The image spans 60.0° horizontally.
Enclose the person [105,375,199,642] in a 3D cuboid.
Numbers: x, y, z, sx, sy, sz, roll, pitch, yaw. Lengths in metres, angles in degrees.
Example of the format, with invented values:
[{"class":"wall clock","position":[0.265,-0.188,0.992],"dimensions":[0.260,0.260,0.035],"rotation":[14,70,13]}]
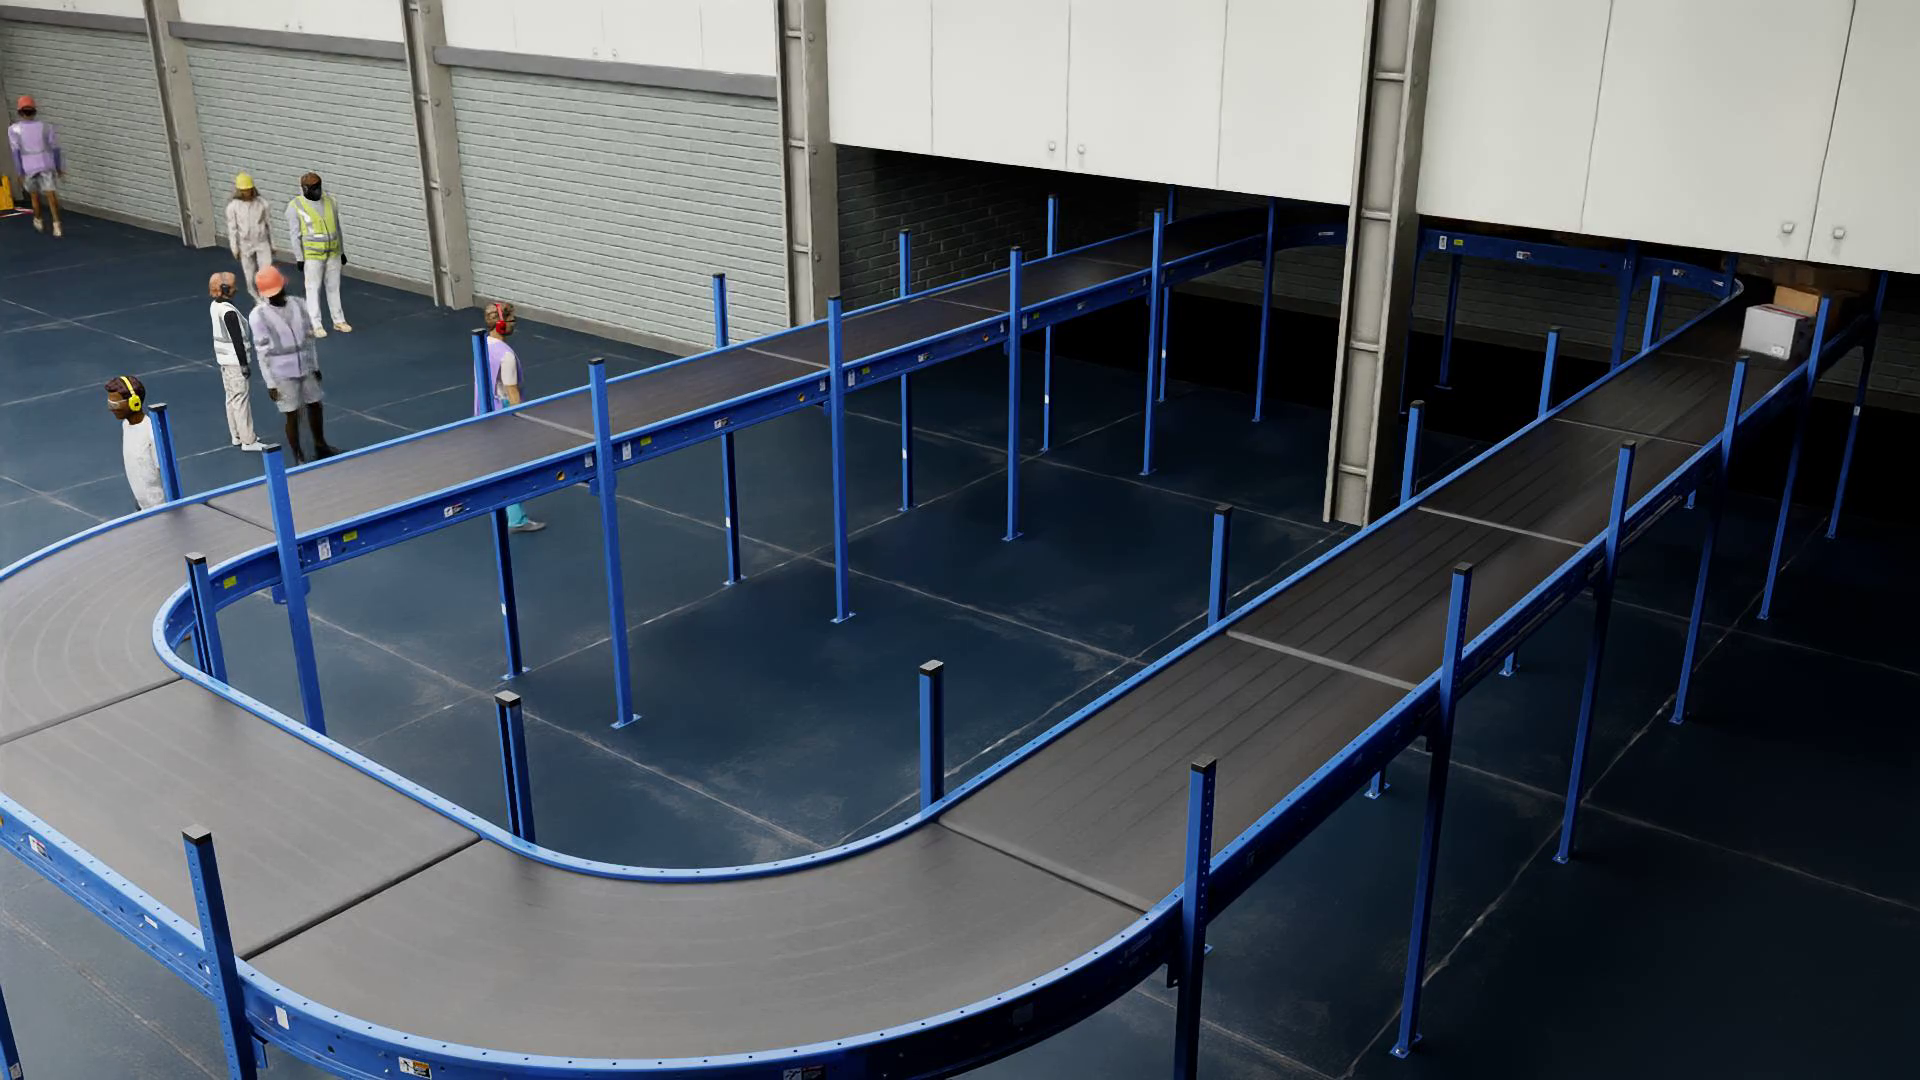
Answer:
[{"class":"person","position":[-5.409,-0.211,11.201],"dimensions":[0.518,1.859,0.334],"rotation":[17,27,37]}]

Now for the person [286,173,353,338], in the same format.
[{"class":"person","position":[-7.271,-3.246,18.925],"dimensions":[0.429,1.841,0.633],"rotation":[16,26,35]}]

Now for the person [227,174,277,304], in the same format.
[{"class":"person","position":[-8.426,-3.526,19.816],"dimensions":[0.513,1.712,0.740],"rotation":[-11,24,-25]}]

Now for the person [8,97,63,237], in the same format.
[{"class":"person","position":[-13.522,-5.475,24.389],"dimensions":[0.617,1.990,1.024],"rotation":[-13,25,-29]}]

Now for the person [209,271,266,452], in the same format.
[{"class":"person","position":[-6.554,-1.609,15.035],"dimensions":[0.307,1.641,0.513],"rotation":[-17,27,-36]}]

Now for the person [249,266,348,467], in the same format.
[{"class":"person","position":[-5.723,-1.467,14.348],"dimensions":[0.434,1.884,0.702],"rotation":[12,25,29]}]

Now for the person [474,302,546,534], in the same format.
[{"class":"person","position":[-3.602,-0.955,13.098],"dimensions":[0.373,1.843,0.569],"rotation":[-17,27,-37]}]
